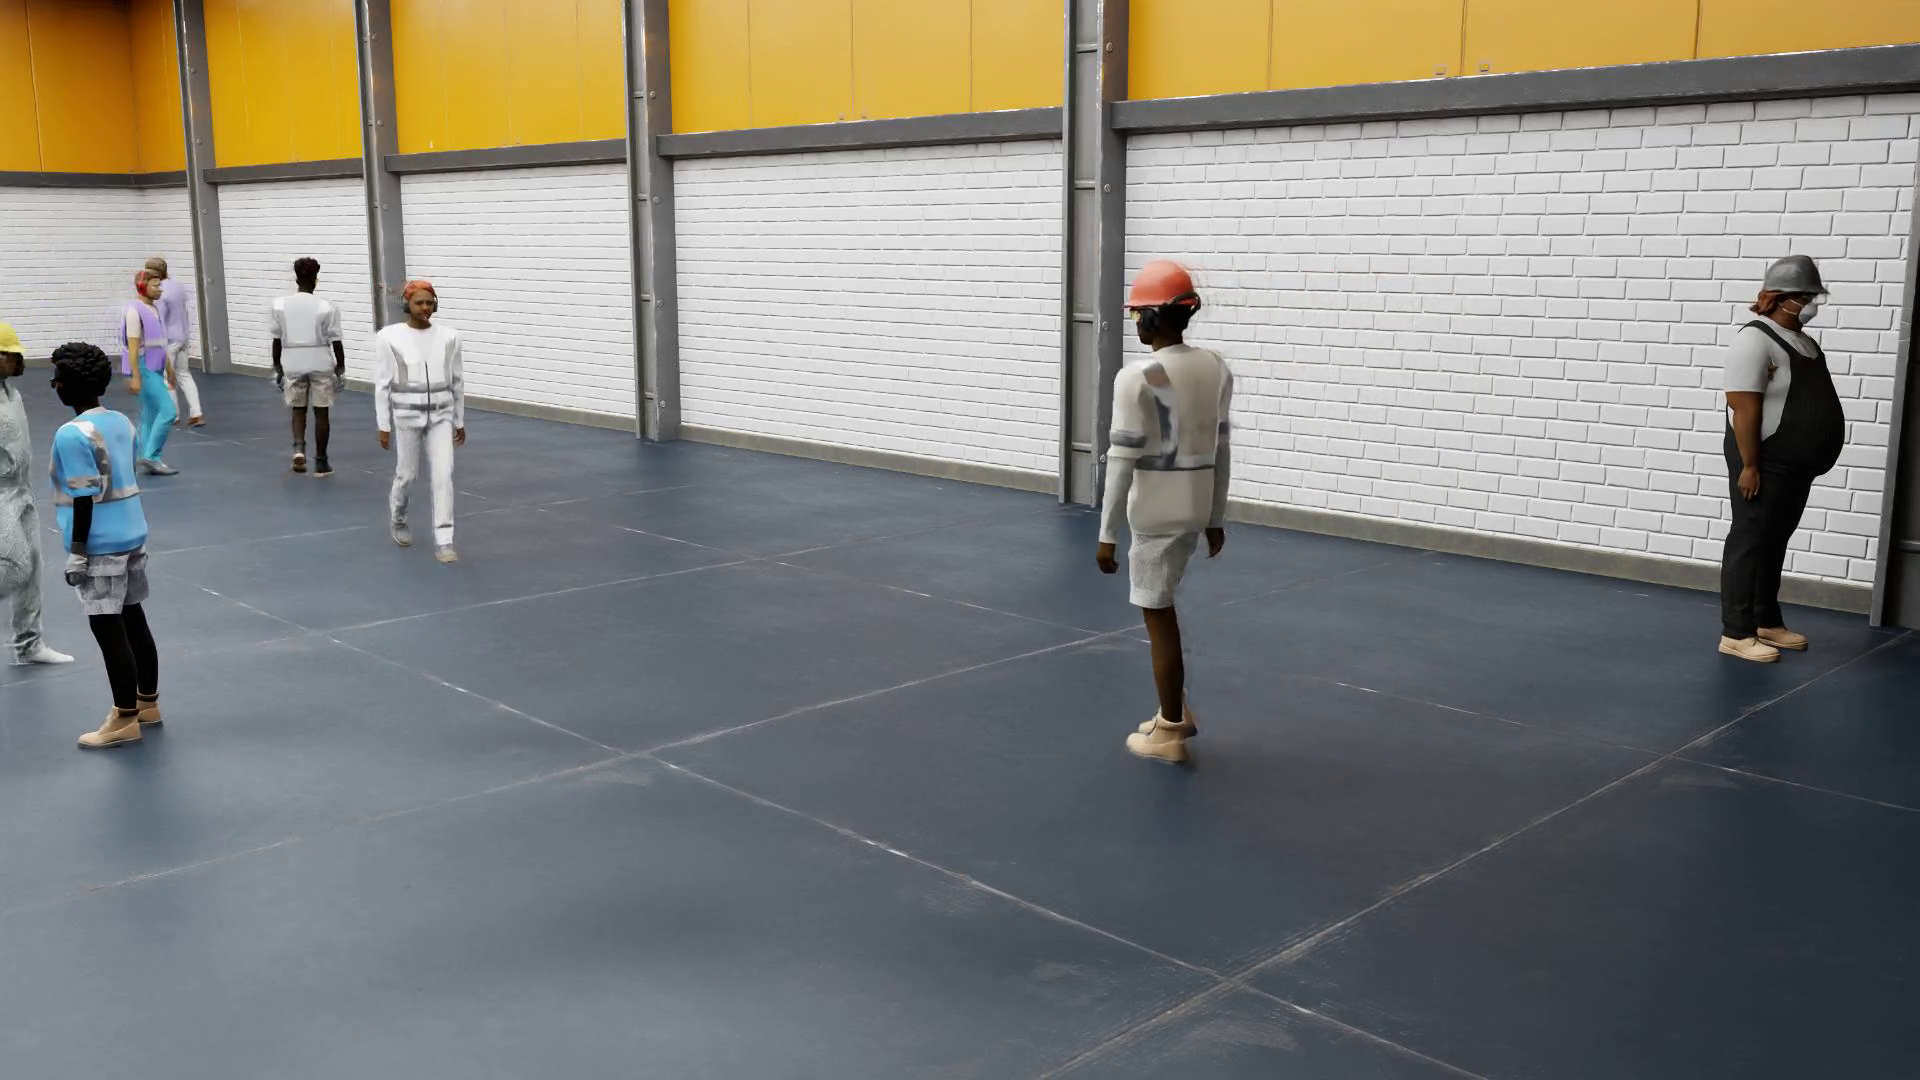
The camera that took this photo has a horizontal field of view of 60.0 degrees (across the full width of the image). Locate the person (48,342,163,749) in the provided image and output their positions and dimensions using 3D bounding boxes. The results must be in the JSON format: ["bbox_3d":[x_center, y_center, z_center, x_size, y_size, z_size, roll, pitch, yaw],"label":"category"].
[{"bbox_3d":[-3.588,0.023,6.957,0.317,1.695,0.540,-1,10,-4],"label":"person"}]

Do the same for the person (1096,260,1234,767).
[{"bbox_3d":[0.774,-0.099,6.706,0.635,2.029,0.524,-10,14,-43],"label":"person"}]

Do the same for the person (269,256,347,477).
[{"bbox_3d":[-5.736,-1.517,14.667,0.629,1.946,0.430,-1,10,-7],"label":"person"}]

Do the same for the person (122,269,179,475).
[{"bbox_3d":[-7.130,-1.467,14.712,0.490,1.825,0.601,-2,11,-8],"label":"person"}]

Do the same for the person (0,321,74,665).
[{"bbox_3d":[-4.714,-0.205,8.122,0.480,1.732,0.488,-1,10,-8],"label":"person"}]

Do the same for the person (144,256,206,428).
[{"bbox_3d":[-8.688,-2.171,18.401,0.427,1.912,0.693,0,10,1],"label":"person"}]

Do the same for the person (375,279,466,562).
[{"bbox_3d":[-3.616,-0.811,11.099,0.593,1.860,0.865,-7,12,-32],"label":"person"}]

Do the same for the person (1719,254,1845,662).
[{"bbox_3d":[4.169,-0.418,8.421,0.684,2.000,0.538,-10,14,-42],"label":"person"}]
